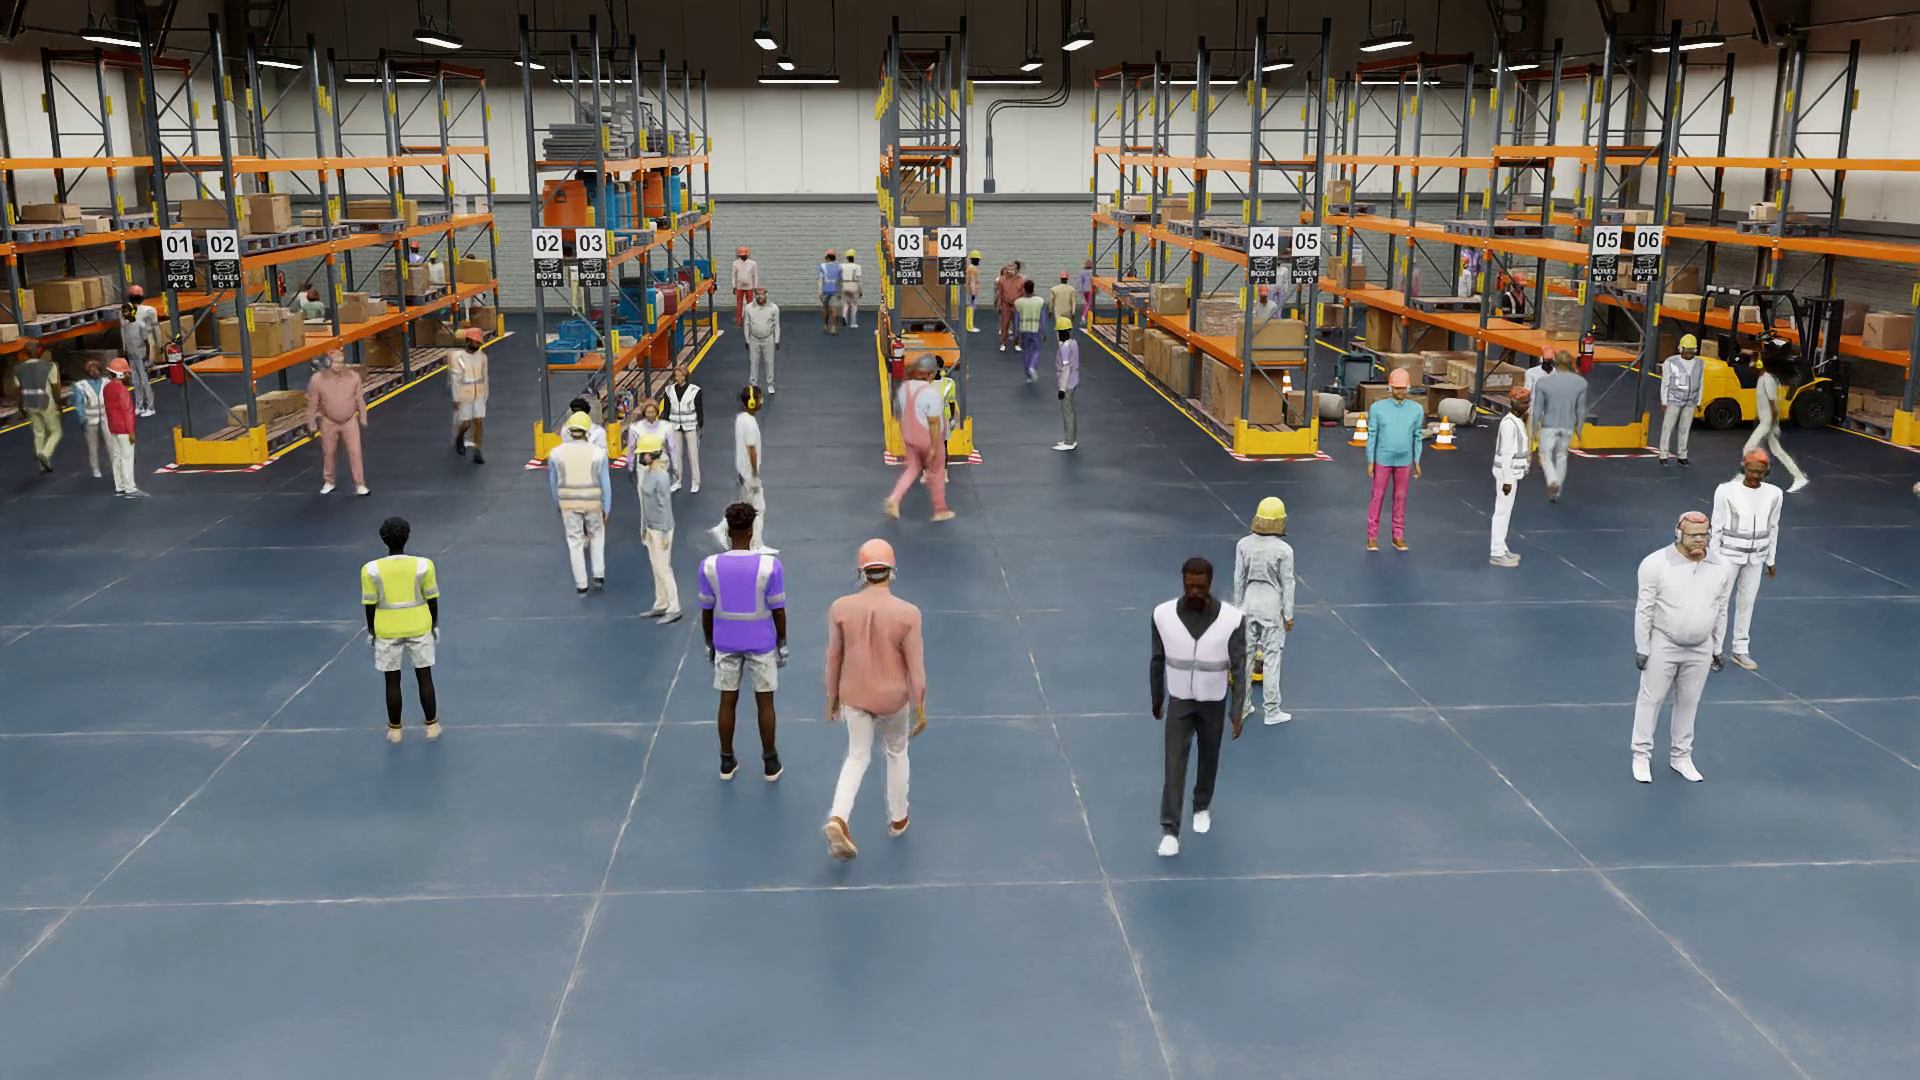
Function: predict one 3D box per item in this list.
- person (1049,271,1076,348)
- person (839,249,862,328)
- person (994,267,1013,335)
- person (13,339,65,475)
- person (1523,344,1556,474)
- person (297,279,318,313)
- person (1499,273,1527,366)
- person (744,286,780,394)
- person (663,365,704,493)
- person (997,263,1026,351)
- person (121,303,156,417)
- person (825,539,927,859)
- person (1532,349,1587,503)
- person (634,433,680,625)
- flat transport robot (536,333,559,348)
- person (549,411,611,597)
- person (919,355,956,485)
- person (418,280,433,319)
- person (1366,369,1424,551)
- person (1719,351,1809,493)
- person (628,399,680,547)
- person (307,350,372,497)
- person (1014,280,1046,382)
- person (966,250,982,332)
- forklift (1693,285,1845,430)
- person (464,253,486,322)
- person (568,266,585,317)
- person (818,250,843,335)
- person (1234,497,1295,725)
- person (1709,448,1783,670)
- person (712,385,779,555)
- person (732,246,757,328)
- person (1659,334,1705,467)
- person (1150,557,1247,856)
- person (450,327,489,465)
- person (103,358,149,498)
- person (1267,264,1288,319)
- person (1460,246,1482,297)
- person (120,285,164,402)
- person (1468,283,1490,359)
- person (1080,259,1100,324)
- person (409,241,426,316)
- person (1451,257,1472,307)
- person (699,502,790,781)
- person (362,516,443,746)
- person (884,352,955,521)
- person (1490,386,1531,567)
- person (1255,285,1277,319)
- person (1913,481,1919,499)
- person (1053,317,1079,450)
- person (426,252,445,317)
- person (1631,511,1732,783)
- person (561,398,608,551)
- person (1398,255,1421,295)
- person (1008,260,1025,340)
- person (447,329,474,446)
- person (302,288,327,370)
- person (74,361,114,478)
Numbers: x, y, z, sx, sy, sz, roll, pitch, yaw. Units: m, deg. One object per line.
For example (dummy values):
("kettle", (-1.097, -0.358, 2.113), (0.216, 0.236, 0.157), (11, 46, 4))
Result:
("person", (2.222, -4.951, 35.931), (0.555, 1.718, 0.867), (-2, 13, -8))
("person", (-2.656, -6.094, 40.351), (0.605, 1.910, 0.467), (5, 14, 21))
("person", (1.053, -5.568, 38.797), (0.536, 1.600, 0.673), (-2, 13, -9))
("person", (-12.268, -1.761, 22.173), (0.586, 1.827, 0.472), (0, 13, -2))
("person", (7.820, -1.748, 22.286), (0.564, 1.752, 0.337), (0, 13, -1))
("person", (-13.658, -4.629, 34.784), (0.514, 1.624, 0.452), (3, 14, 13))
("person", (10.340, -3.951, 31.000), (0.609, 2.043, 0.397), (-9, 16, -34))
("person", (-3.524, -3.553, 29.604), (0.642, 1.910, 0.401), (0, 13, -1))
("person", (-3.506, -1.411, 21.110), (0.523, 1.636, 0.310), (3, 14, 12))
("person", (1.119, -5.013, 35.811), (0.642, 1.901, 0.401), (0, 13, -1))
("person", (-13.406, -2.936, 27.082), (0.532, 1.864, 0.312), (6, 14, 23))
("person", (-0.544, 0.983, 10.302), (0.653, 1.955, 0.875), (3, 14, 13))
("person", (7.317, -1.364, 20.317), (0.632, 1.923, 0.634), (1, 13, 4))
("person", (-2.798, -0.107, 15.310), (0.329, 1.770, 0.532), (-7, 15, -28))
("flat transport robot", (-9.030, -4.415, 36.761), (0.652, 0.197, 1.431), (-3, 14, -13))
("person", (-3.714, -0.368, 16.345), (0.589, 1.802, 0.693), (-2, 13, -9))
("person", (-0.315, -1.561, 21.615), (0.534, 1.697, 0.322), (0, 13, -1))
("person", (-12.459, -5.533, 38.508), (0.542, 1.667, 0.940), (1, 13, 4))
("person", (4.706, -0.865, 18.029), (0.612, 1.996, 0.389), (0, 13, -1))
("person", (10.360, -1.503, 21.195), (1.006, 1.799, 0.533), (7, 15, 26))
("person", (-3.356, -0.733, 18.289), (0.538, 1.608, 0.742), (-5, 14, -19))
("person", (-7.773, -1.452, 20.835), (0.741, 1.847, 0.961), (-8, 15, -29))
("person", (1.306, -3.891, 31.030), (0.604, 1.905, 0.442), (2, 13, 10))
("person", (0.320, -5.923, 39.609), (0.386, 1.922, 0.594), (-1, 13, -2))
("forklift", (12.503, -2.886, 26.166), (2.313, 2.155, 1.214), (-1, 13, -3))
("person", (-11.666, -5.936, 39.840), (0.624, 1.845, 0.430), (0, 13, -1))
("person", (-9.888, -6.718, 43.165), (0.564, 1.837, 0.396), (0, 13, -1))
("person", (-3.040, -5.823, 39.111), (0.617, 1.953, 1.087), (-4, 14, -16))
("person", (2.323, 0.529, 12.664), (0.492, 1.742, 0.324), (11, 17, 38))
("person", (6.551, 0.160, 13.923), (0.575, 1.886, 0.362), (0, 13, -1))
("person", (-2.300, -0.727, 17.768), (0.601, 1.856, 0.519), (-5, 14, -19))
("person", (-5.219, -6.122, 40.323), (0.612, 1.984, 0.401), (0, 13, -1))
("person", (9.901, -1.909, 22.797), (0.591, 1.834, 0.404), (0, 13, -1))
("person", (1.463, 1.022, 10.315), (0.601, 1.865, 0.993), (3, 14, 11))
("person", (-6.804, -2.007, 23.074), (0.570, 1.899, 0.554), (-11, 17, -38))
("person", (-10.471, -1.407, 20.849), (0.573, 1.746, 0.346), (12, 18, 40))
("person", (7.803, -6.150, 40.907), (0.525, 1.769, 0.327), (0, 13, -1))
("person", (13.447, -6.986, 43.854), (0.608, 2.045, 0.391), (0, 13, -1))
("person", (-14.109, -3.370, 28.614), (0.618, 2.017, 0.859), (-1, 13, -4))
("person", (10.696, -4.497, 34.266), (0.498, 1.601, 0.771), (-2, 13, -6))
("person", (3.181, -6.185, 41.419), (0.484, 1.597, 0.796), (9, 16, 34))
("person", (-14.196, -6.817, 43.376), (0.547, 1.934, 0.376), (3, 14, 11))
("person", (12.064, -5.918, 39.959), (0.346, 1.746, 0.573), (-8, 16, -32))
("person", (-1.483, 0.702, 11.471), (0.608, 1.958, 0.360), (2, 13, 6))
("person", (-4.076, 0.665, 12.185), (0.540, 1.696, 0.317), (-5, 14, -20))
("person", (-0.468, -1.202, 19.358), (0.804, 2.000, 0.692), (-13, 18, -43))
("person", (5.779, -0.674, 17.463), (0.358, 1.881, 0.574), (6, 15, 25))
("person", (5.801, -4.022, 31.920), (0.564, 1.752, 0.337), (0, 13, -1))
("person", (12.121, -1.300, 20.318), (0.643, 1.787, 0.976), (2, 13, 10))
("person", (1.530, -2.262, 24.098), (0.383, 1.923, 0.590), (4, 14, 17))
("person", (-13.463, -6.550, 42.711), (0.535, 1.703, 0.875), (-1, 13, -3))
("person", (4.960, 0.736, 11.434), (0.642, 1.910, 0.401), (0, 13, -1))
("person", (-4.054, -0.708, 18.029), (0.536, 1.692, 0.425), (3, 14, 12))
("person", (11.046, -6.150, 40.942), (0.558, 1.745, 0.526), (-2, 13, -7))
("person", (1.329, -5.393, 37.572), (0.520, 1.833, 0.823), (-11, 17, -39))
("person", (-7.323, -2.230, 24.414), (0.542, 1.717, 0.381), (8, 16, 31))
("person", (-12.672, -4.154, 32.759), (0.528, 1.619, 0.344), (3, 14, 12))
("person", (-11.318, -1.560, 21.844), (0.534, 1.588, 0.888), (-11, 17, -38))
